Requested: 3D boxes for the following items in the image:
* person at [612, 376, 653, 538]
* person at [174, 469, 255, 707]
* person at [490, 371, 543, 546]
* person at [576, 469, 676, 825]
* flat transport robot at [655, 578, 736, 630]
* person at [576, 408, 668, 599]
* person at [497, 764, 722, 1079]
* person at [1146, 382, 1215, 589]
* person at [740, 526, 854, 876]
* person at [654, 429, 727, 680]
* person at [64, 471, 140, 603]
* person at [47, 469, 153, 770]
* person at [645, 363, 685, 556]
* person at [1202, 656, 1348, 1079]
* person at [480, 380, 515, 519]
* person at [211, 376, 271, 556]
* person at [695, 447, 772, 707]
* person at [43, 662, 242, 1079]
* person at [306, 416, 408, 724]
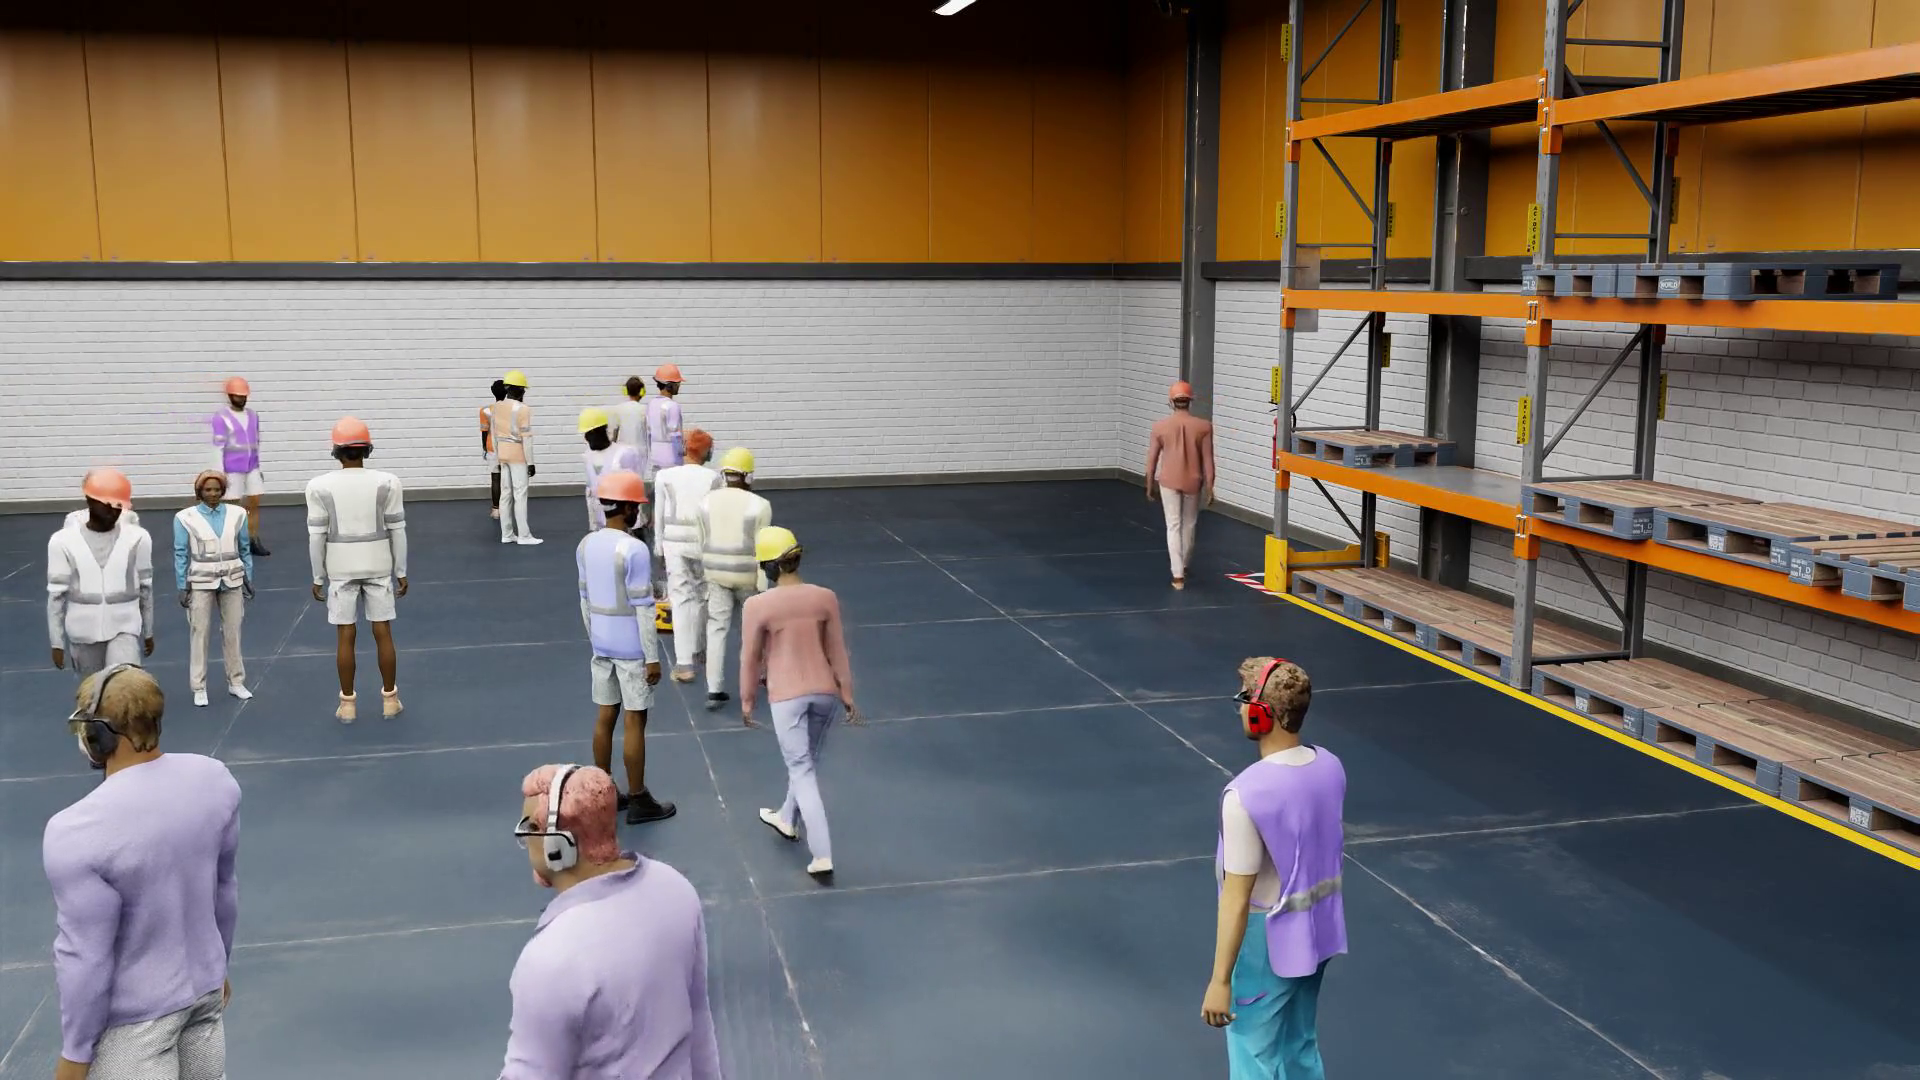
[{"bbox_3d":[-3.616,-0.933,18.810,0.542,1.822,0.947,2,9,12],"label":"person"},{"bbox_3d":[-5.168,0.325,11.551,0.523,1.636,0.311,-9,12,-43],"label":"person"},{"bbox_3d":[-4.889,-0.897,18.296,0.584,1.919,0.382,6,11,34],"label":"person"},{"bbox_3d":[-1.822,0.577,9.055,0.543,1.934,0.362,7,11,37],"label":"person"},{"bbox_3d":[-2.470,0.541,14.453,0.652,0.197,1.431,2,9,12],"label":"flat transport robot"},{"bbox_3d":[-2.844,-0.174,13.913,0.651,1.884,0.678,6,11,35],"label":"person"},{"bbox_3d":[-0.894,1.435,3.974,1.007,1.842,0.648,2,9,15],"label":"person"},{"bbox_3d":[2.109,-0.546,16.027,0.644,1.937,1.016,0,9,3],"label":"person"},{"bbox_3d":[-0.824,0.792,8.387,0.552,1.712,0.927,-6,11,-33],"label":"person"},{"bbox_3d":[-1.988,0.099,12.406,0.577,1.830,0.983,-2,9,-13],"label":"person"},{"bbox_3d":[-5.971,0.322,11.674,0.809,1.607,0.515,7,12,38],"label":"person"},{"bbox_3d":[-5.003,0.503,9.730,0.558,1.877,1.021,-4,10,-25],"label":"person"},{"bbox_3d":[-3.053,-0.829,17.484,0.381,2.045,0.605,-7,11,-37],"label":"person"},{"bbox_3d":[0.972,1.267,5.061,0.383,1.839,0.566,8,12,42],"label":"person"},{"bbox_3d":[-5.566,-1.100,20.262,0.532,1.696,0.319,-3,10,-19],"label":"person"},{"bbox_3d":[-7.687,-0.785,17.643,0.761,1.913,0.550,6,11,31],"label":"person"},{"bbox_3d":[-1.562,0.241,11.634,0.588,1.785,0.925,2,9,11],"label":"person"},{"bbox_3d":[-2.246,1.286,4.612,0.372,1.940,0.632,2,9,15],"label":"person"},{"bbox_3d":[-3.996,0.197,11.067,0.615,2.047,0.359,-4,10,-22],"label":"person"}]
